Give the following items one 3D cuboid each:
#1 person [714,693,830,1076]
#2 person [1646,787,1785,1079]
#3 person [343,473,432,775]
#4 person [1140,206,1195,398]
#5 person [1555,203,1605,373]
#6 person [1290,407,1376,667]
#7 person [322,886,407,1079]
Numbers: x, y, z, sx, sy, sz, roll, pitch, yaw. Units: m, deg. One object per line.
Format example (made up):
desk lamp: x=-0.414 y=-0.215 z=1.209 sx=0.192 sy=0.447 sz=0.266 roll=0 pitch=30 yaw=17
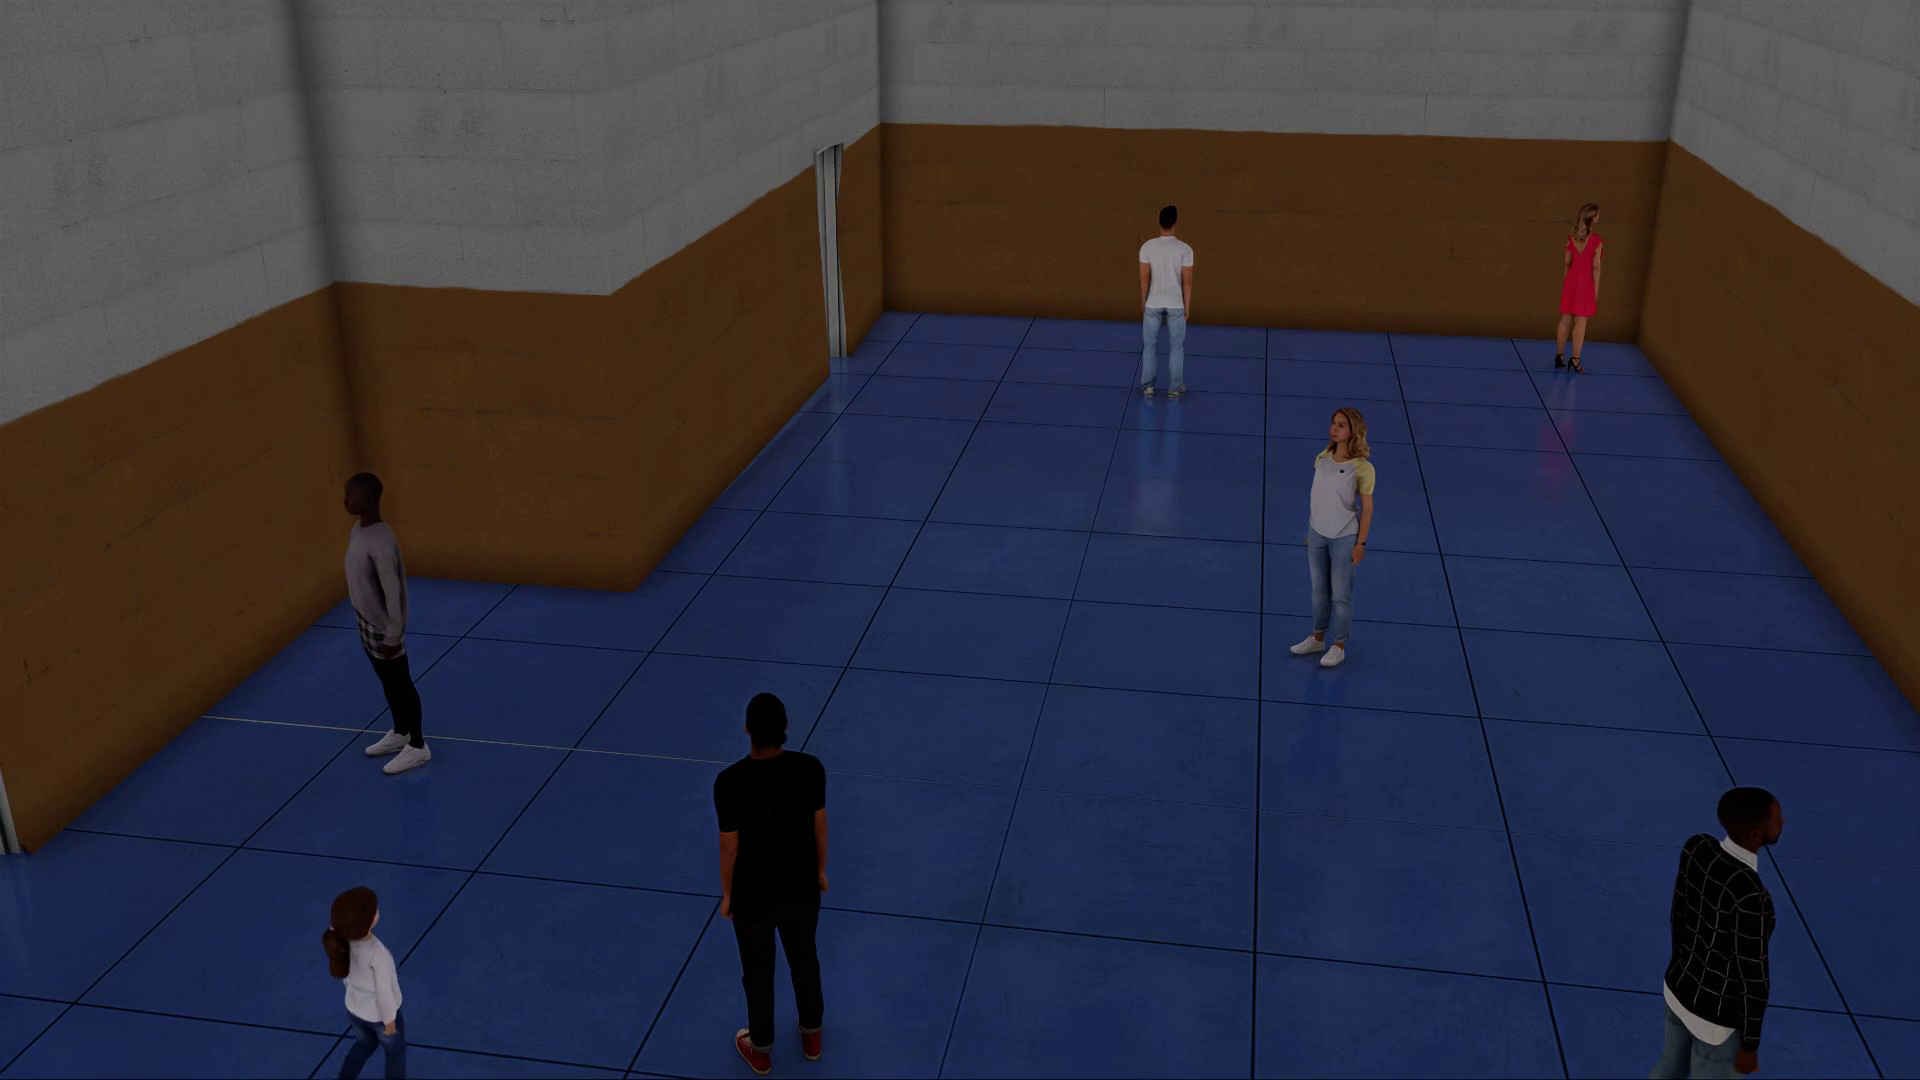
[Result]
person: x=-0.777 y=1.437 z=6.970 sx=0.689 sy=1.758 sz=0.786 roll=-9 pitch=24 yaw=-21
person: x=2.778 y=1.716 z=6.191 sx=0.673 sy=1.821 sz=0.725 roll=-3 pitch=22 yaw=-8
person: x=-3.247 y=0.457 z=9.392 sx=0.745 sy=1.771 sz=0.673 roll=-16 pitch=27 yaw=-35
person: x=1.995 y=-2.311 z=16.153 sx=0.510 sy=1.866 sz=0.739 roll=5 pitch=22 yaw=13
person: x=6.344 y=-2.595 z=17.044 sx=0.715 sy=1.729 sz=0.662 roll=-13 pitch=25 yaw=-29
person: x=2.410 y=-0.027 z=10.641 sx=0.768 sy=1.723 sz=0.694 roll=-17 pitch=27 yaw=-36
person: x=-2.418 y=1.894 z=6.715 sx=0.649 sy=1.101 sz=0.615 roll=12 pitch=25 yaw=28
